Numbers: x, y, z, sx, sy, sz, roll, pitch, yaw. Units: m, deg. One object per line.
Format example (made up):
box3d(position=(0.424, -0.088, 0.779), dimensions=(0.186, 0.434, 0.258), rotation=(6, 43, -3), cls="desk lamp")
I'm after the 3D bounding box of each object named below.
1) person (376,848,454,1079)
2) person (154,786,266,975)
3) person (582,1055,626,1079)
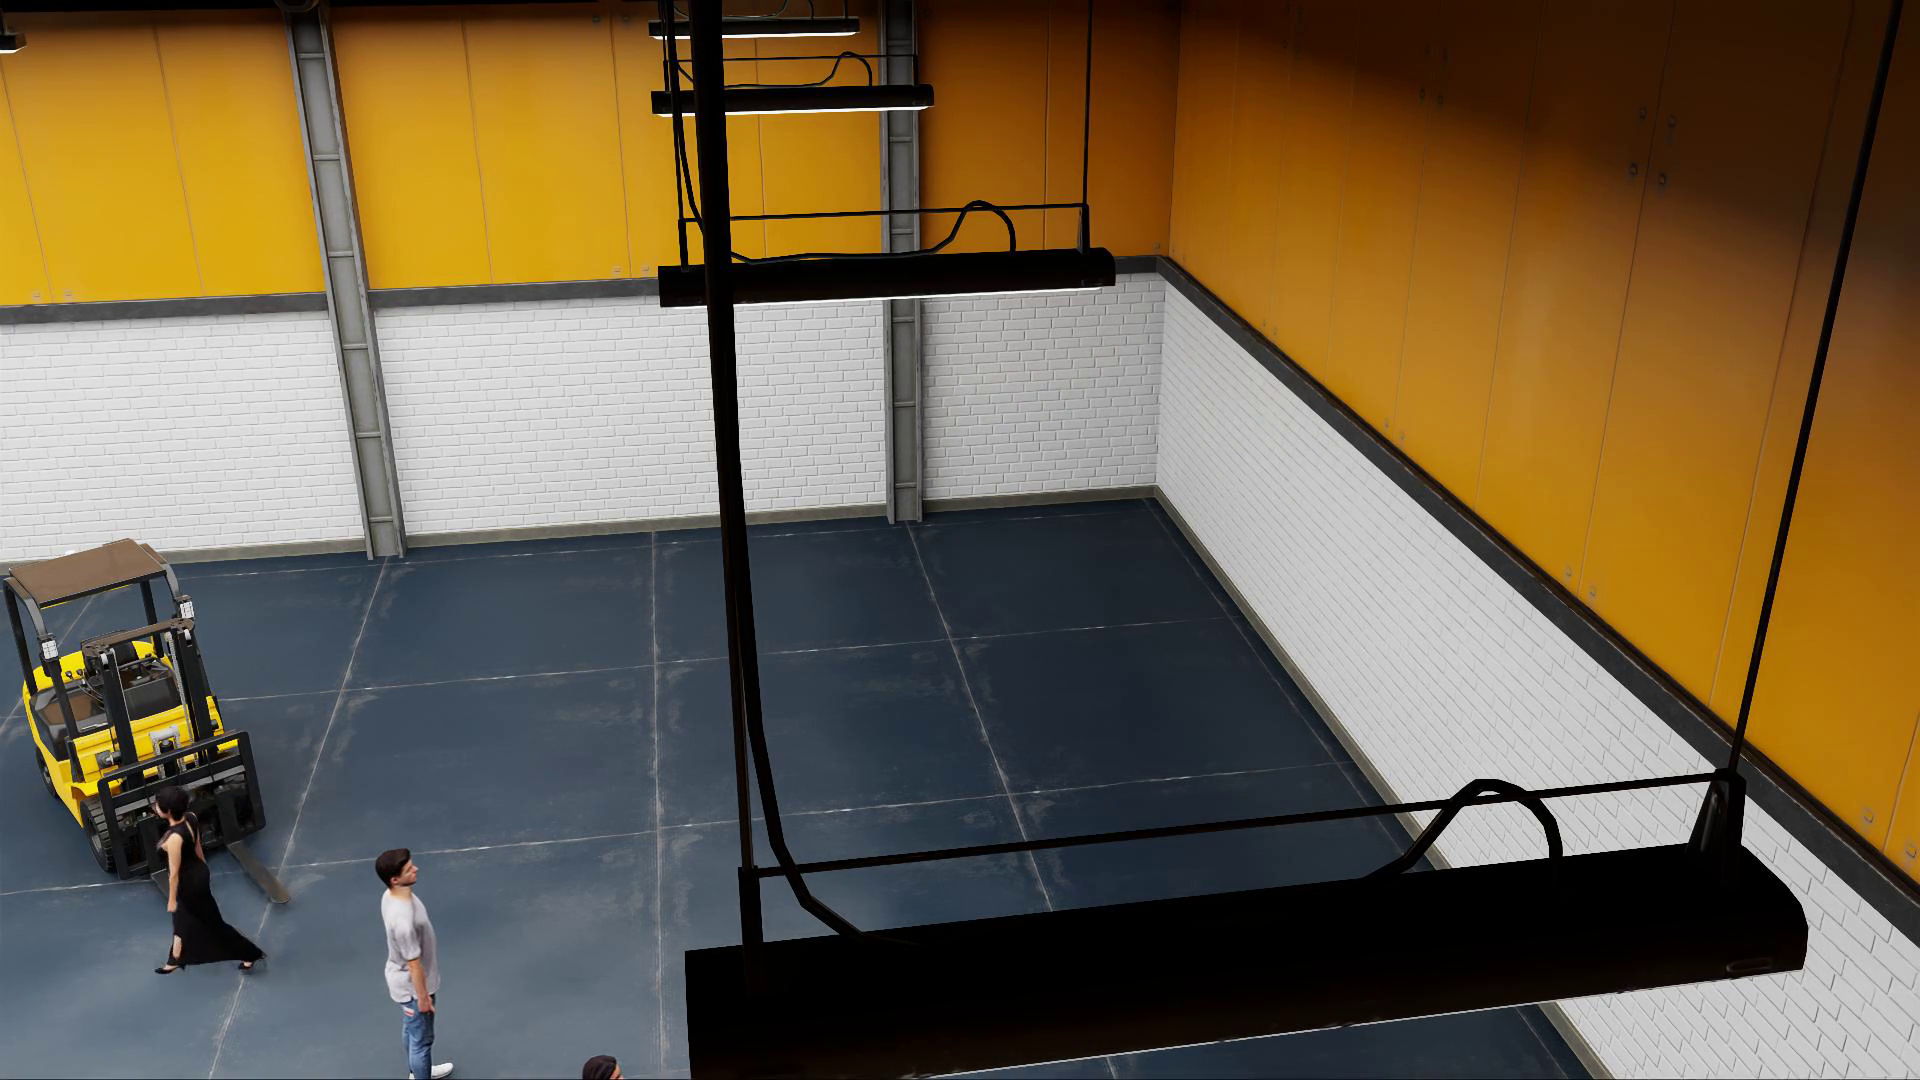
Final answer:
box3d(position=(-3.520, 2.799, 10.704), dimensions=(0.651, 1.890, 0.722), rotation=(-10, 25, -21), cls="person")
box3d(position=(-5.390, 2.470, 11.862), dimensions=(0.995, 1.565, 0.586), rotation=(-4, 24, -9), cls="person")
box3d(position=(-1.880, 3.552, 9.077), dimensions=(0.533, 1.812, 0.620), rotation=(-3, 24, -6), cls="person")
